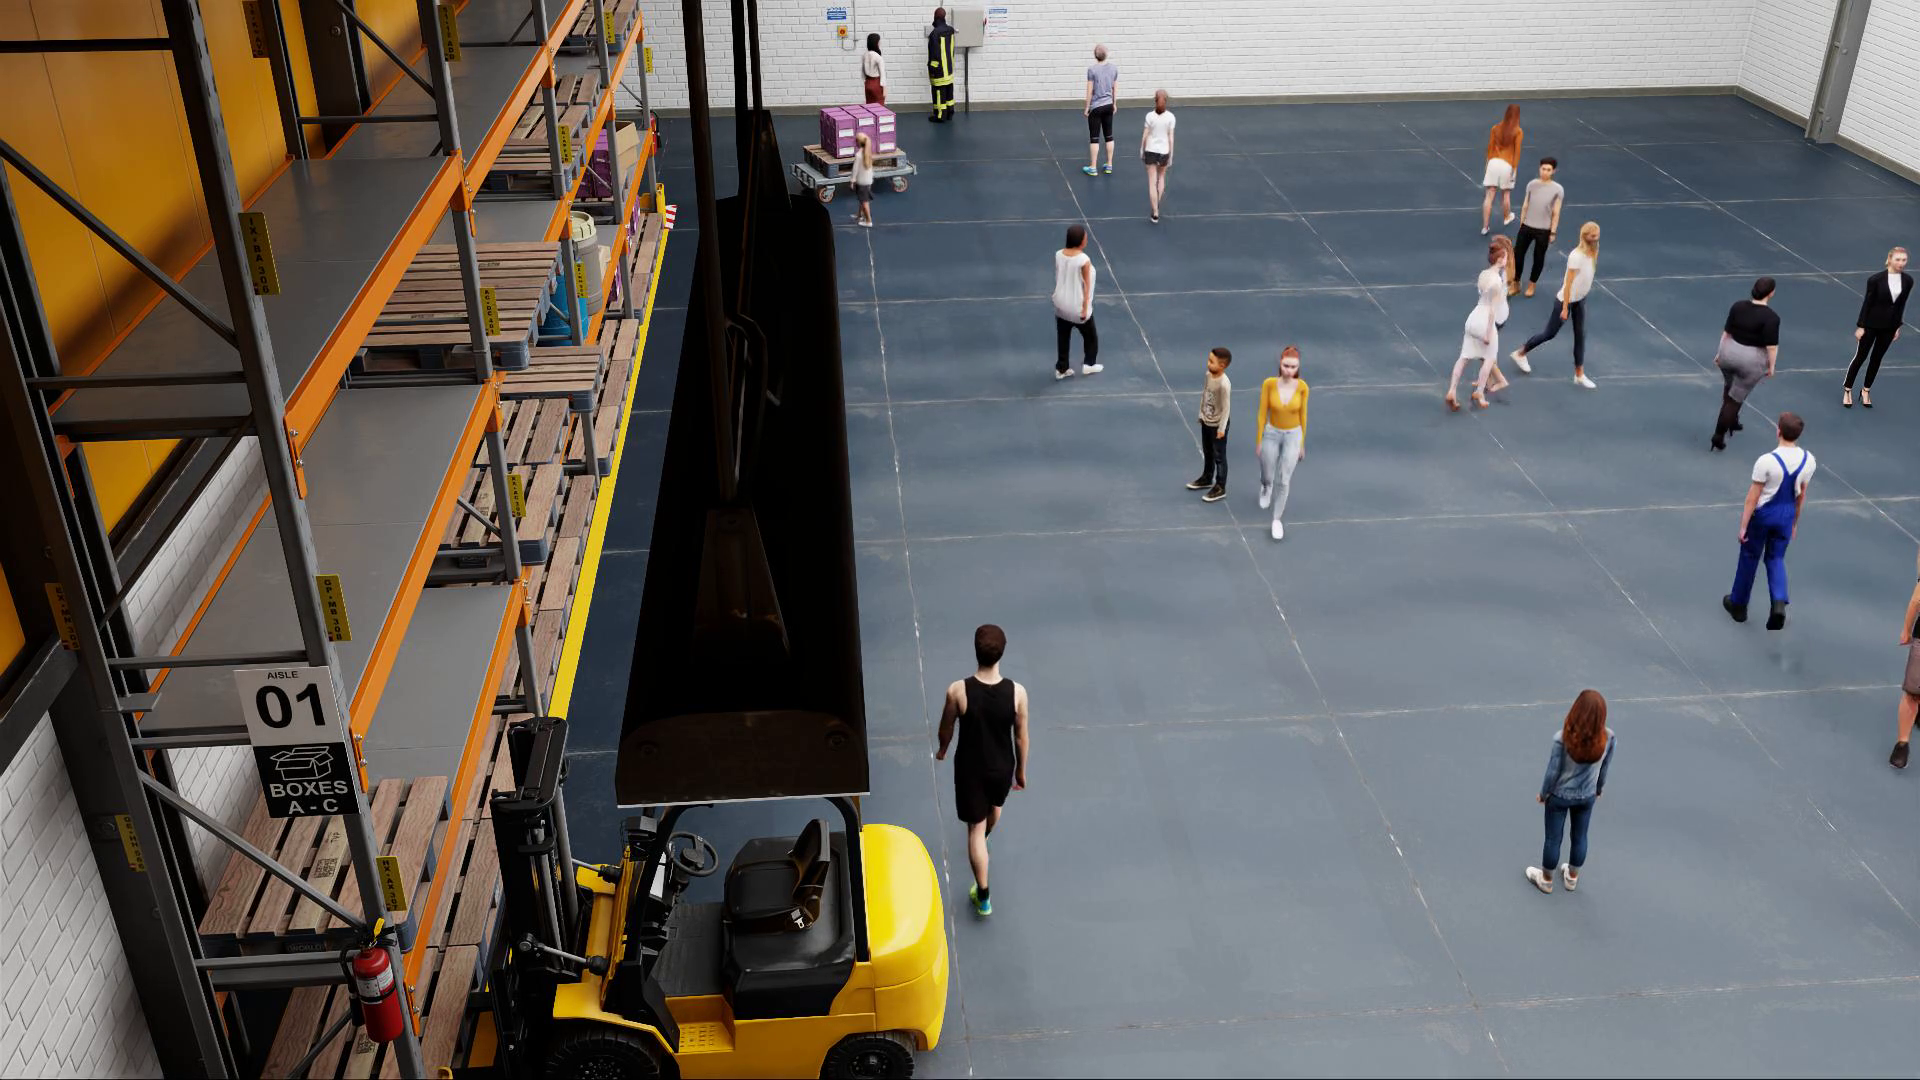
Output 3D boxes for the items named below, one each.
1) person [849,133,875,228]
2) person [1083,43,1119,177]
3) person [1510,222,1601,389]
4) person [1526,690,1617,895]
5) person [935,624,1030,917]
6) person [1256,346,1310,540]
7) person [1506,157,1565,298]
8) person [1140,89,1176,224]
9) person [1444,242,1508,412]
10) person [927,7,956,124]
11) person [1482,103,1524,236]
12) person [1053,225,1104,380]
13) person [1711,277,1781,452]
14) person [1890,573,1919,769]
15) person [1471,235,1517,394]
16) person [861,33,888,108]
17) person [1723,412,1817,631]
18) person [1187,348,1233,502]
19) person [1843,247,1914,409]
[{"bbox_3d":[-1.253,-4.821,22.287,0.776,1.266,0.736,16,33,27],"label":"person"},{"bbox_3d":[2.072,-6.312,24.374,0.710,1.885,0.677,-10,30,-18],"label":"person"},{"bbox_3d":[6.328,-2.508,17.524,1.101,1.767,1.270,-24,37,-37],"label":"person"},{"bbox_3d":[3.816,1.568,10.354,0.559,1.477,0.491,-2,29,-4],"label":"person"},{"bbox_3d":[0.152,1.450,10.198,0.727,1.835,1.182,-4,29,-7],"label":"person"},{"bbox_3d":[2.816,-0.895,14.600,0.704,1.736,0.940,3,29,6],"label":"person"},{"bbox_3d":[6.933,-3.755,19.870,0.823,1.710,0.887,18,33,29],"label":"person"},{"bbox_3d":[2.664,-5.131,22.387,0.559,1.716,0.999,-2,29,-4],"label":"person"},{"bbox_3d":[5.183,-2.110,16.800,0.694,1.762,0.678,-3,29,-6],"label":"person"},{"bbox_3d":[-0.291,-7.739,27.057,0.918,1.821,0.848,20,34,32],"label":"person"},{"bbox_3d":[7.095,-4.855,21.913,1.007,1.684,1.116,17,33,28],"label":"person"},{"bbox_3d":[1.165,-2.489,17.587,0.937,1.674,0.889,-24,37,-37],"label":"person"},{"bbox_3d":[7.473,-1.669,16.022,0.968,1.732,0.975,-16,32,-27],"label":"person"},{"bbox_3d":[6.908,0.656,11.654,1.062,1.834,1.265,13,31,23],"label":"person"},{"bbox_3d":[5.559,-2.295,17.195,0.847,1.709,0.792,20,34,32],"label":"person"},{"bbox_3d":[-1.314,-6.910,25.612,0.663,1.749,0.732,24,36,36],"label":"person"},{"bbox_3d":[6.394,-0.102,13.039,0.693,1.838,1.009,0,29,1],"label":"person"},{"bbox_3d":[2.346,-1.082,15.228,0.671,1.462,0.524,-11,31,-20],"label":"person"},{"bbox_3d":[9.367,-2.166,16.960,0.639,1.706,0.565,1,29,1],"label":"person"}]
